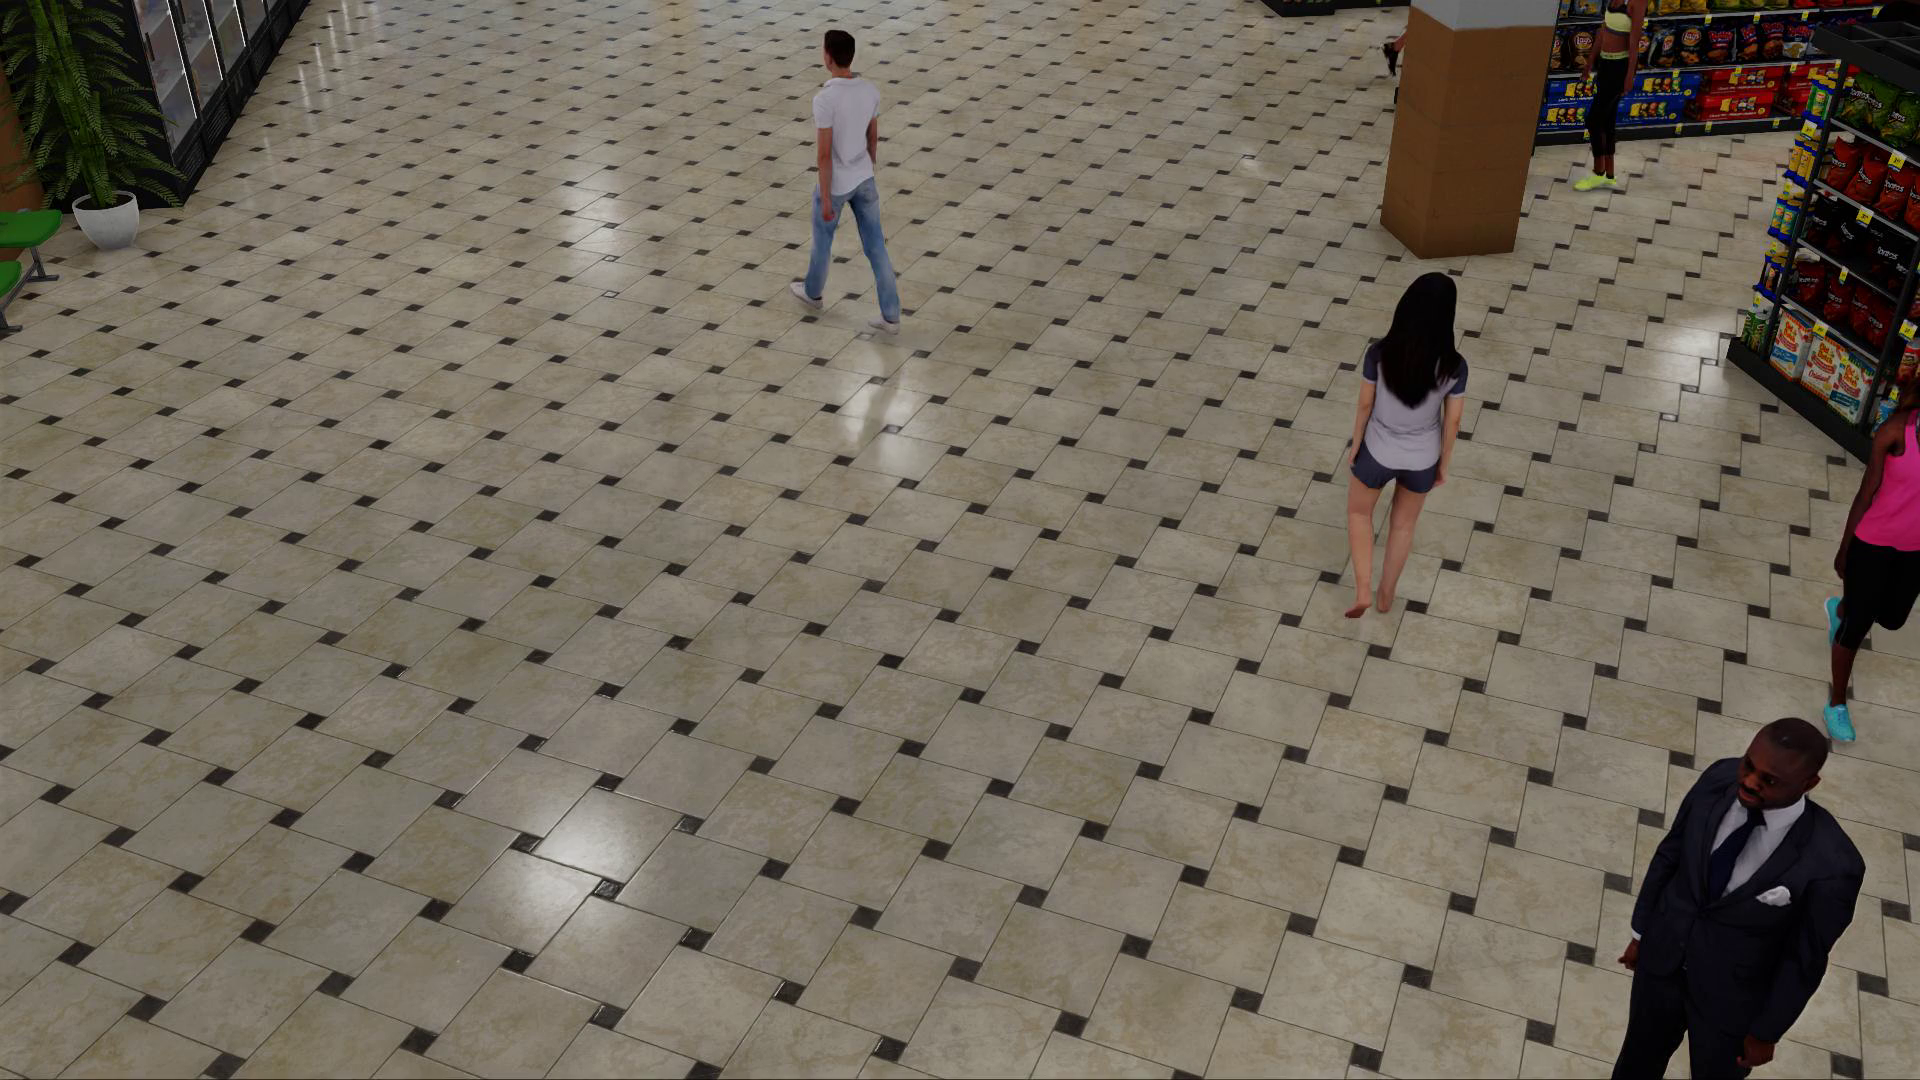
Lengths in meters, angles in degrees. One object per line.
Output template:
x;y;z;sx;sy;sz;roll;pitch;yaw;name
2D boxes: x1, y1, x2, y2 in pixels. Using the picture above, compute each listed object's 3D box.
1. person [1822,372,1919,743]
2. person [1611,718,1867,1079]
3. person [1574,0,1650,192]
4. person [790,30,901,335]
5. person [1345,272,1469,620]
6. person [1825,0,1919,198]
3.759;-0.028;6.769;0.943;1.709;0.798;5;32;7;person
2.096;1.221;4.651;0.722;1.825;0.761;-16;35;-23;person
4.893;-3.424;12.198;0.602;1.739;0.591;-5;32;-8;person
-0.614;-2.077;9.974;1.251;1.801;1.158;-25;40;-34;person
1.915;-0.342;7.290;0.829;1.691;0.828;7;33;11;person
6.440;-3.090;11.607;0.783;1.796;0.743;-16;35;-24;person
